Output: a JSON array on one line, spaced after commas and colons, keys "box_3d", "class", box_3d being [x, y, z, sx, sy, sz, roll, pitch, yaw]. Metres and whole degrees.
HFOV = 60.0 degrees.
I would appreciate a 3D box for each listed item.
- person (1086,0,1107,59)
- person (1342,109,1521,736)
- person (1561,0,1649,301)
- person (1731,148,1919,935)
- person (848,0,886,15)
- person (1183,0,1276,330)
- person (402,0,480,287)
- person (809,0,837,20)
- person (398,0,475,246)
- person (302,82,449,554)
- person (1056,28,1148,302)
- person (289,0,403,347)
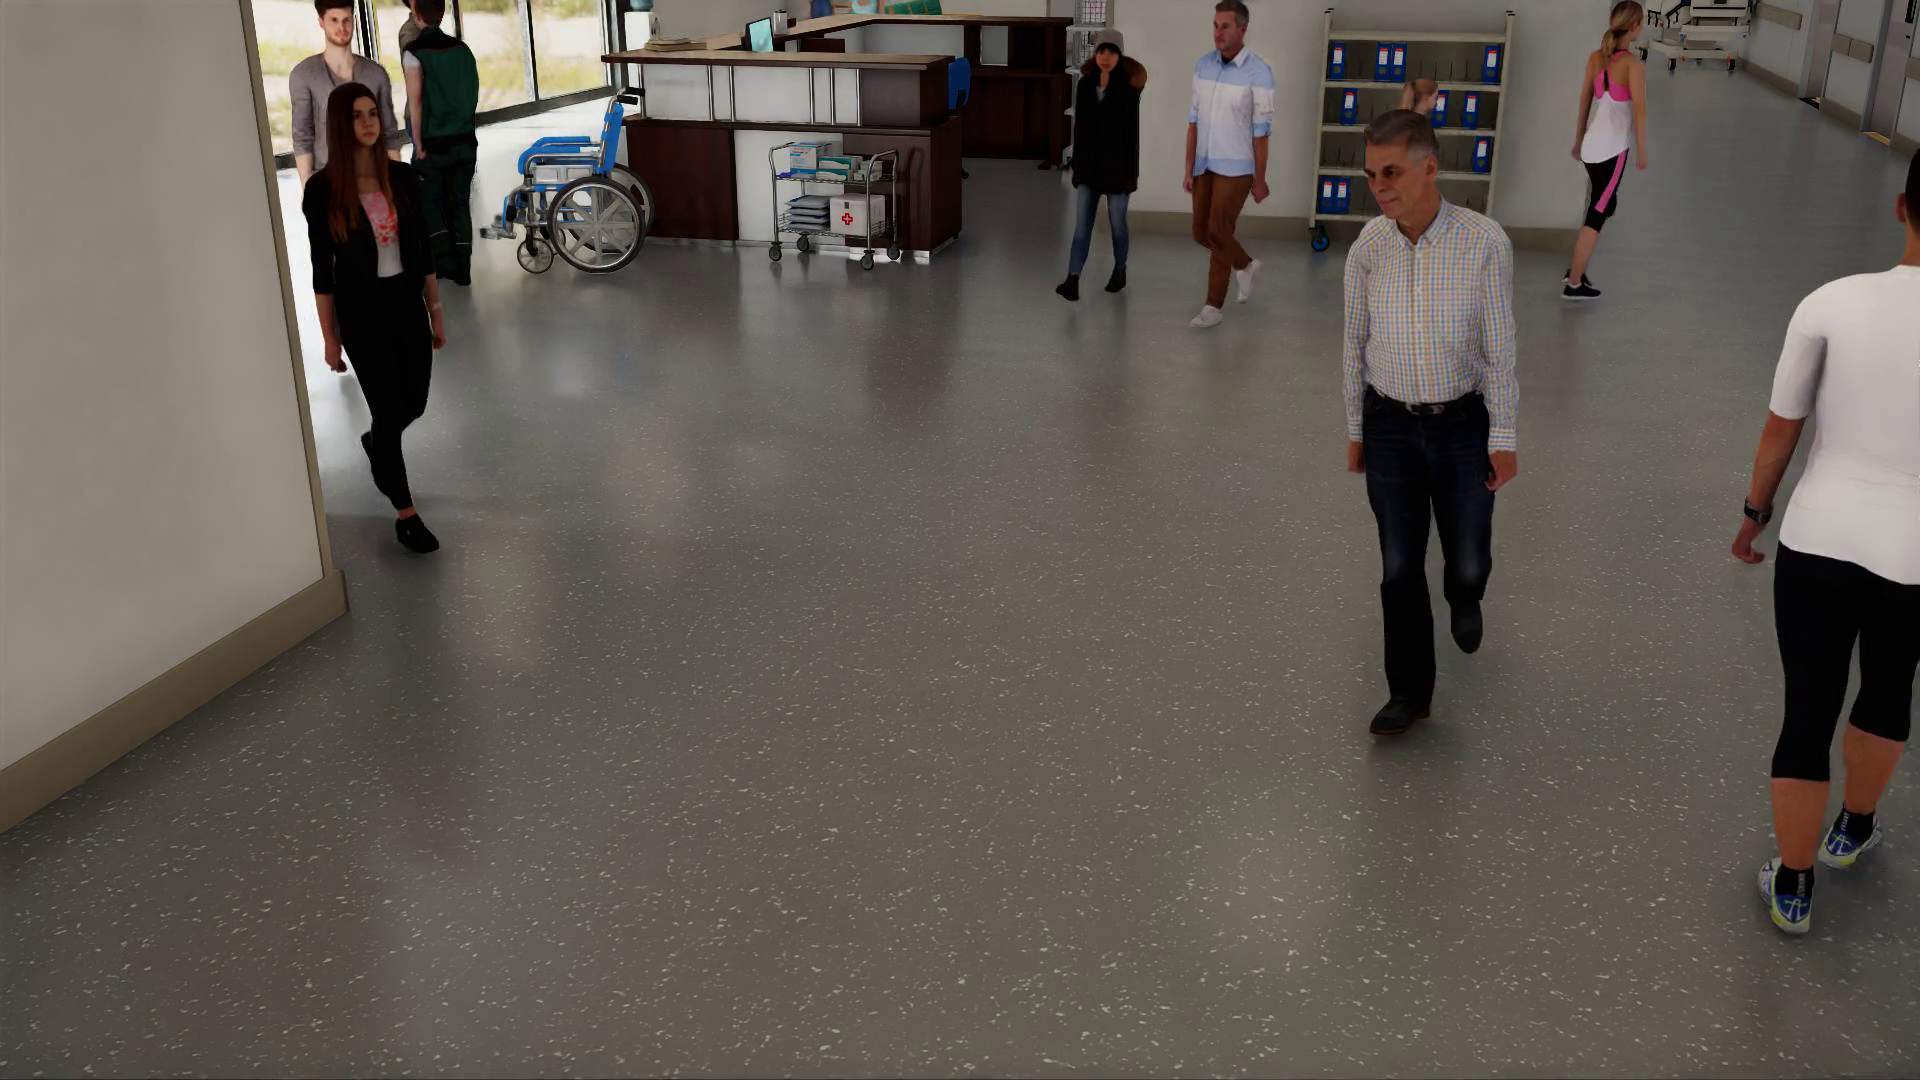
[{"box_3d": [2.249, -8.510, 26.333, 0.915, 1.816, 0.846, -16, 26, -36], "class": "person"}, {"box_3d": [1.375, -0.335, 4.808, 0.991, 1.775, 0.915, 9, 23, 23], "class": "person"}, {"box_3d": [3.817, -2.315, 10.039, 0.763, 1.773, 0.734, -6, 22, -16], "class": "person"}, {"box_3d": [2.025, 0.049, 3.710, 0.832, 1.835, 0.823, 9, 22, 22], "class": "person"}, {"box_3d": [-0.980, -5.371, 18.146, 0.688, 1.747, 0.703, 7, 22, 17], "class": "person"}, {"box_3d": [1.560, -2.149, 9.568, 1.056, 1.796, 1.081, -18, 27, -40], "class": "person"}, {"box_3d": [-3.212, -2.513, 10.473, 0.784, 1.835, 0.763, 19, 28, 41], "class": "person"}, {"box_3d": [-2.192, -8.357, 26.219, 0.798, 1.612, 0.759, 3, 21, 7], "class": "person"}, {"box_3d": [-3.719, -2.954, 11.596, 0.685, 1.864, 0.760, 0, 21, 1], "class": "person"}, {"box_3d": [-2.203, -0.836, 6.248, 0.964, 1.692, 1.135, -18, 27, -39], "class": "person"}, {"box_3d": [0.918, -2.257, 10.140, 1.044, 1.594, 0.841, 11, 23, 26], "class": "person"}, {"box_3d": [-3.164, -1.832, 8.595, 1.037, 1.892, 1.091, -11, 23, -27], "class": "person"}]
